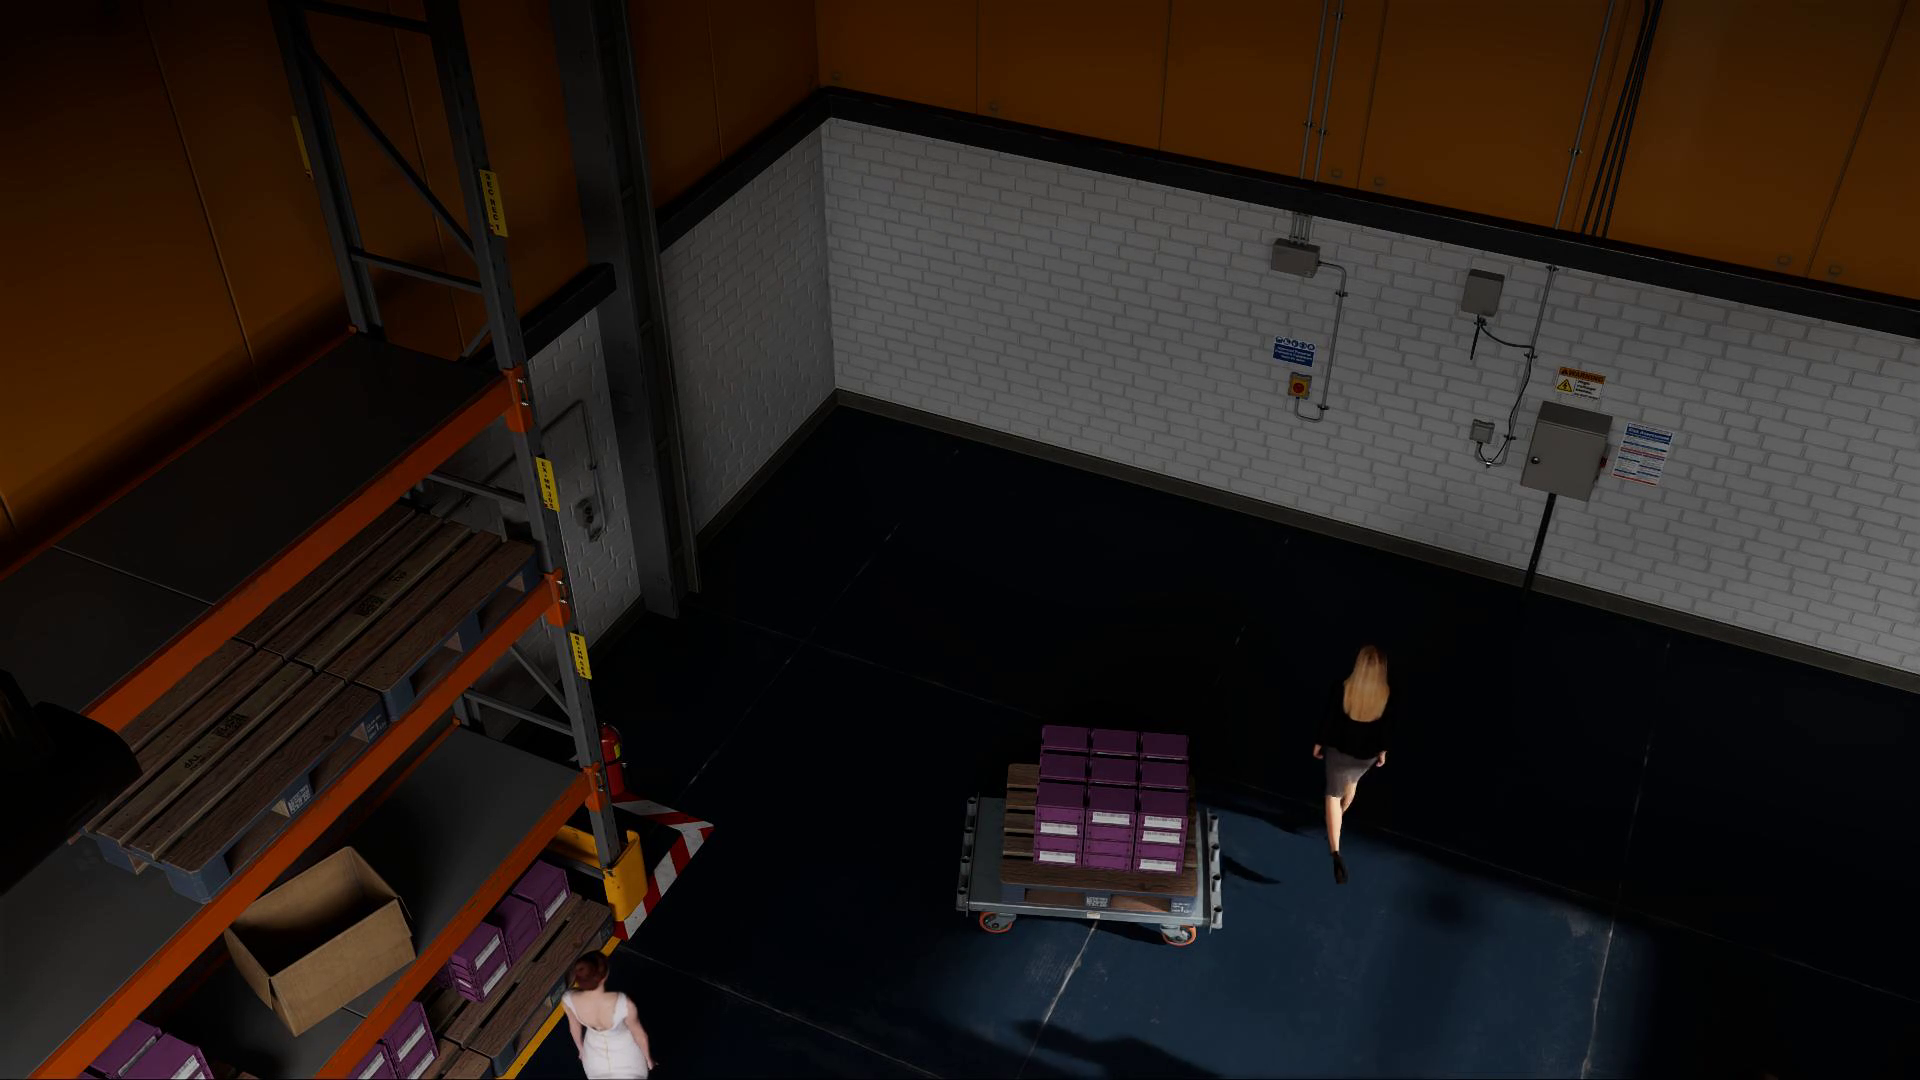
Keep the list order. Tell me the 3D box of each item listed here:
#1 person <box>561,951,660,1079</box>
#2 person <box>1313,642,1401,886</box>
[{"bbox_3d":[-1.842,2.761,8.798,0.627,1.793,0.578,6,39,7],"label":"person"},{"bbox_3d":[2.468,1.422,10.455,0.853,1.818,1.130,3,39,4],"label":"person"}]
